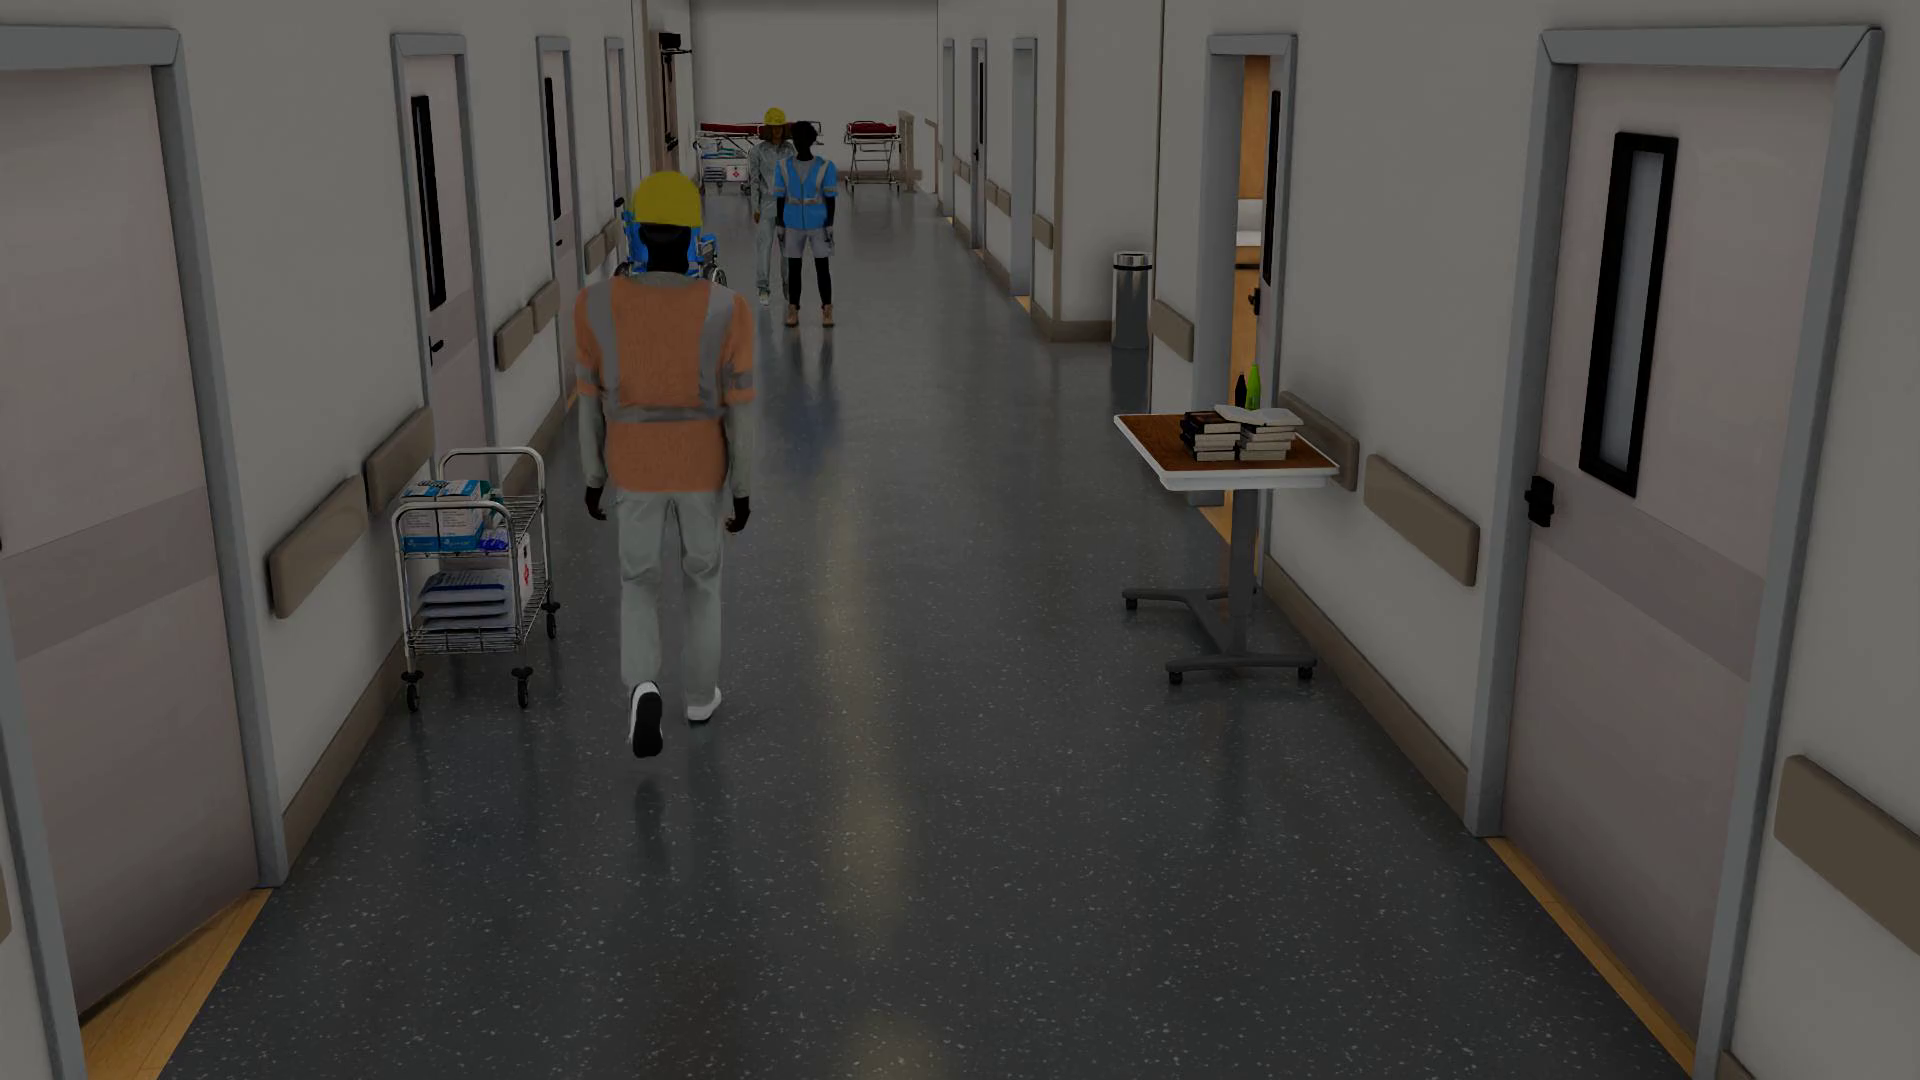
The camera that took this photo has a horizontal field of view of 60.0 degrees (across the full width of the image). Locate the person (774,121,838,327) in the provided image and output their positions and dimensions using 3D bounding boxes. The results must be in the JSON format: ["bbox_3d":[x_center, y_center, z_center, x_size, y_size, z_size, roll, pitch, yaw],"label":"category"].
[{"bbox_3d":[-1.265,-2.600,13.747,0.540,1.691,0.320,2,17,6],"label":"person"}]

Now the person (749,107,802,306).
[{"bbox_3d":[-1.636,-2.984,14.933,0.484,1.744,0.294,-7,18,-23],"label":"person"}]

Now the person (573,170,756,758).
[{"bbox_3d":[-0.955,-0.228,5.430,0.591,1.908,0.719,-1,17,-4],"label":"person"}]
